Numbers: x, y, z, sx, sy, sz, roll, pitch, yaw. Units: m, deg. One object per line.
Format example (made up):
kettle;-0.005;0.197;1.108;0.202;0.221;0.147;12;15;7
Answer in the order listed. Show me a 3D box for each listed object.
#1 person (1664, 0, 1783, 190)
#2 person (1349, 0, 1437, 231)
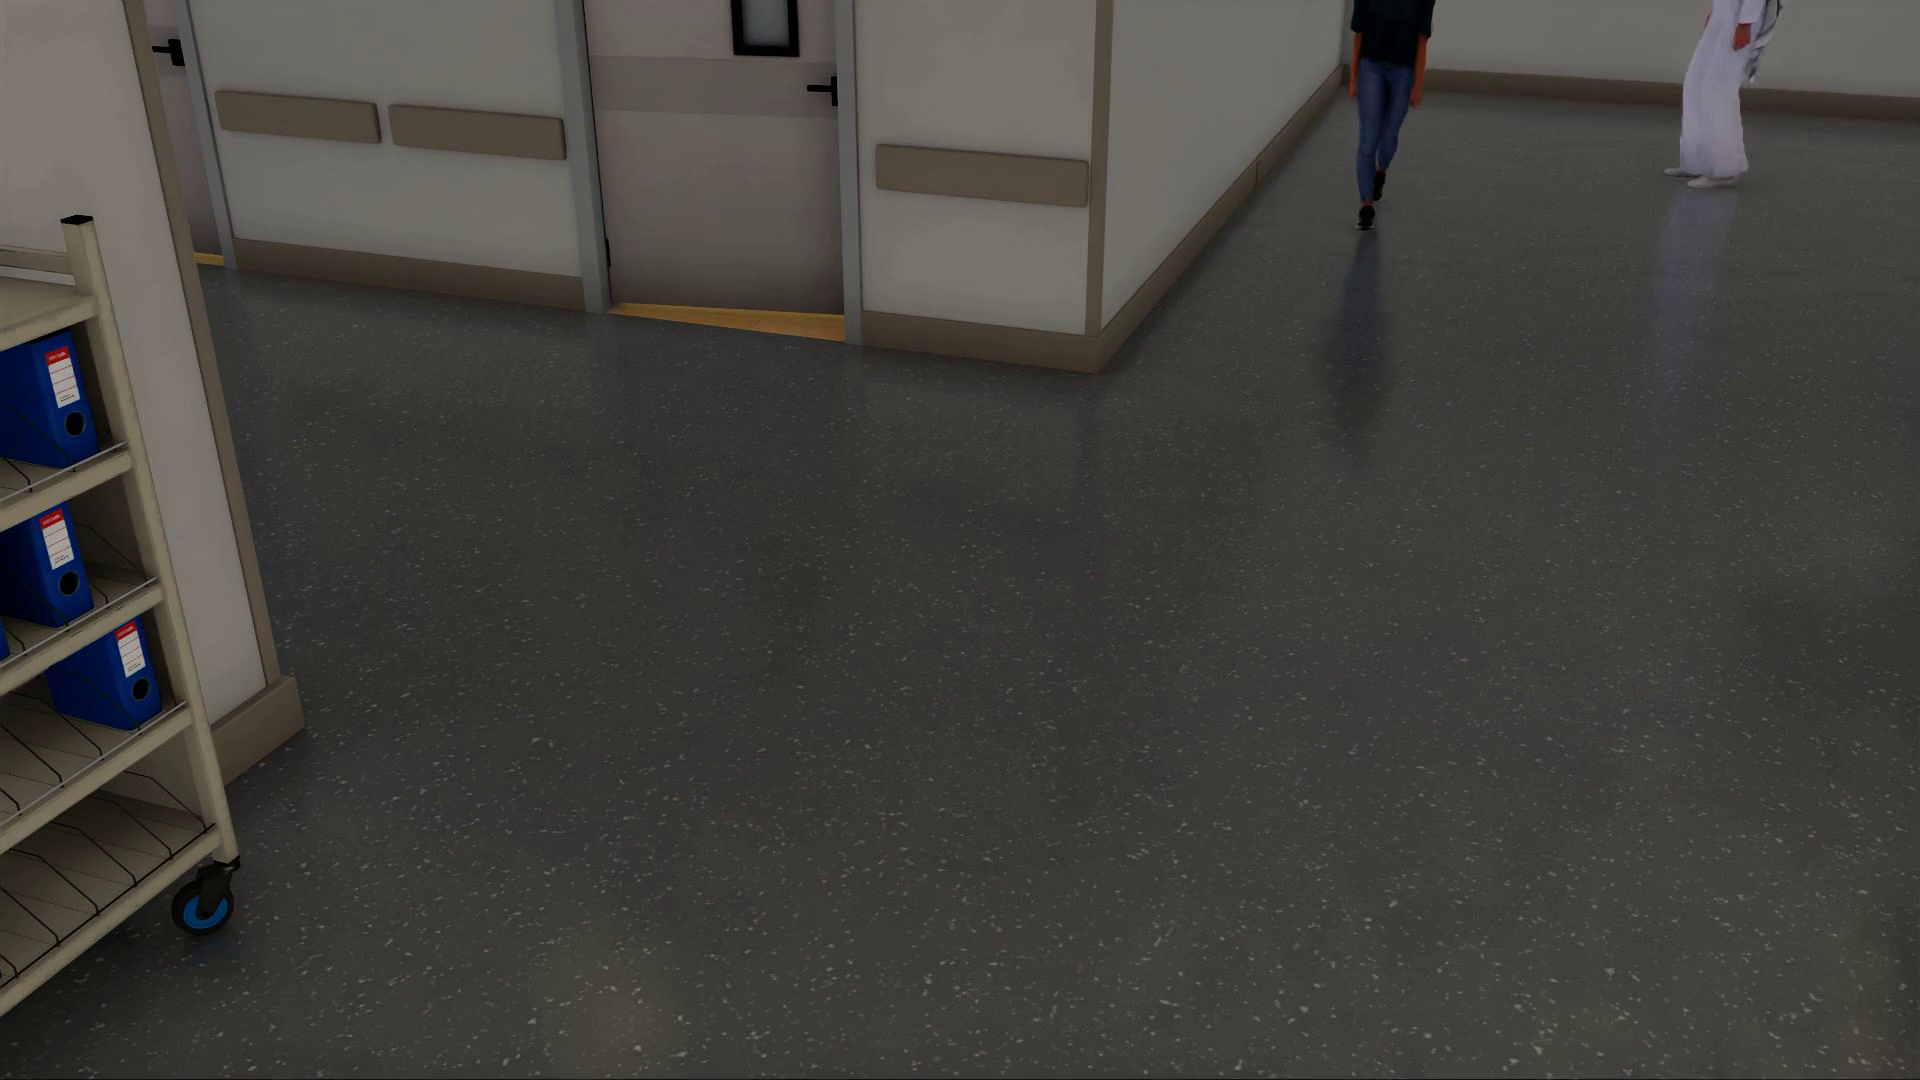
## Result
person;4.582;-3.053;9.743;0.798;1.924;0.639;9;27;18
person;2.322;-2.528;9.055;0.673;1.576;1.106;6;26;11
